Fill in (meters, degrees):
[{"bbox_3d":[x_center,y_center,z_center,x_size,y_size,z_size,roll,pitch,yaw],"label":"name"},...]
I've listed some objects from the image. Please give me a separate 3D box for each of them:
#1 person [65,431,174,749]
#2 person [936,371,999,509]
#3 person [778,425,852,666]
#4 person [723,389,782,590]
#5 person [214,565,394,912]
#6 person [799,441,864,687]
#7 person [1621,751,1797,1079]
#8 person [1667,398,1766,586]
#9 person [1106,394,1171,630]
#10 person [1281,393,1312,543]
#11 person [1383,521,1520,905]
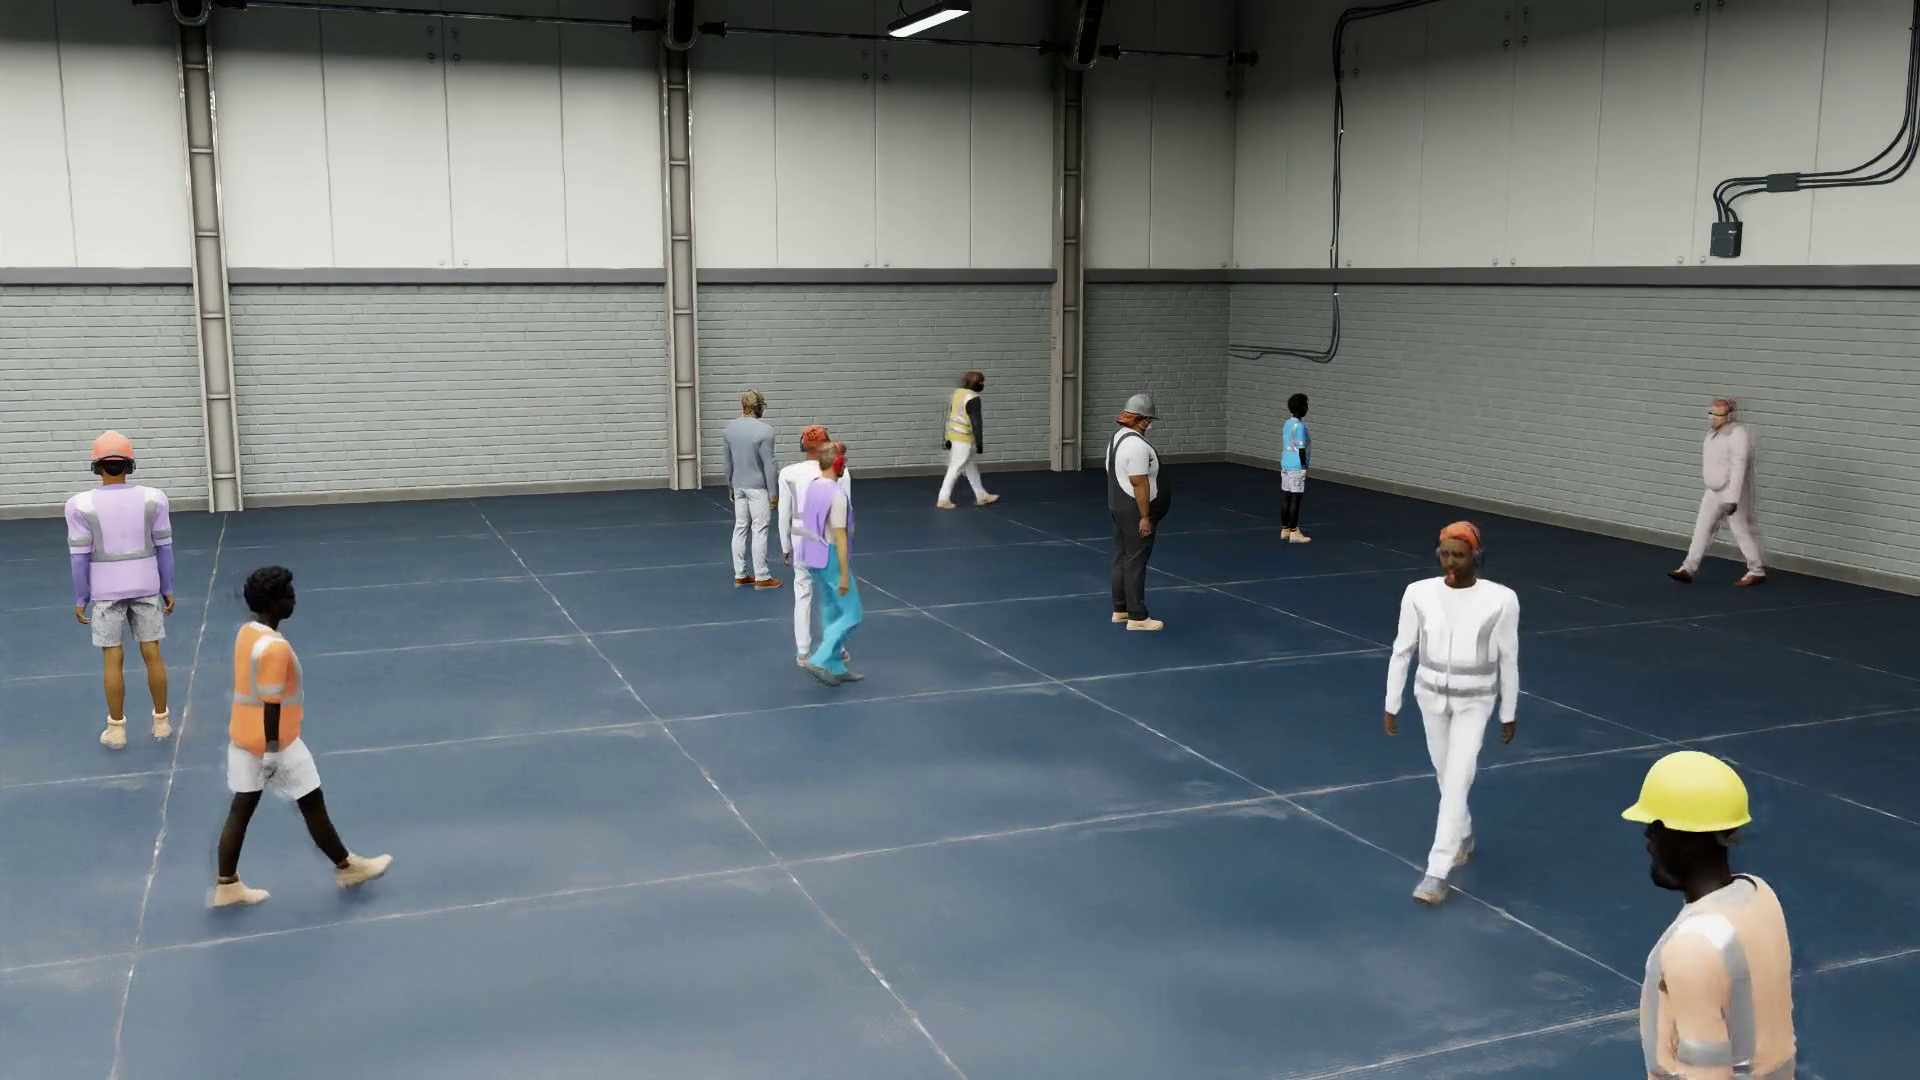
[{"bbox_3d":[-5.385,0.319,10.705,0.608,2.044,0.370,-7,11,-37],"label":"person"},{"bbox_3d":[0.093,-1.300,21.656,0.959,1.786,0.652,-3,10,-18],"label":"person"},{"bbox_3d":[-1.117,0.047,12.920,0.575,1.882,0.359,1,9,7],"label":"person"},{"bbox_3d":[-2.004,-0.485,16.081,0.638,1.938,0.356,7,11,36],"label":"person"},{"bbox_3d":[-3.233,0.936,8.036,0.859,1.654,0.542,-8,12,-41],"label":"person"},{"bbox_3d":[-0.915,0.186,12.222,0.485,1.825,0.572,-5,10,-29],"label":"person"},{"bbox_3d":[1.797,1.446,4.152,1.017,1.868,0.608,9,12,43],"label":"person"},{"bbox_3d":[7.421,-0.453,16.171,1.014,1.854,0.674,-1,9,-9],"label":"person"},{"bbox_3d":[1.545,-0.257,14.328,0.537,2.000,0.678,-2,9,-14],"label":"person"},{"bbox_3d":[3.829,-0.820,18.938,0.318,1.699,0.535,-1,9,-8],"label":"person"},{"bbox_3d":[2.436,0.814,8.271,0.598,1.832,1.005,6,11,33],"label":"person"}]
